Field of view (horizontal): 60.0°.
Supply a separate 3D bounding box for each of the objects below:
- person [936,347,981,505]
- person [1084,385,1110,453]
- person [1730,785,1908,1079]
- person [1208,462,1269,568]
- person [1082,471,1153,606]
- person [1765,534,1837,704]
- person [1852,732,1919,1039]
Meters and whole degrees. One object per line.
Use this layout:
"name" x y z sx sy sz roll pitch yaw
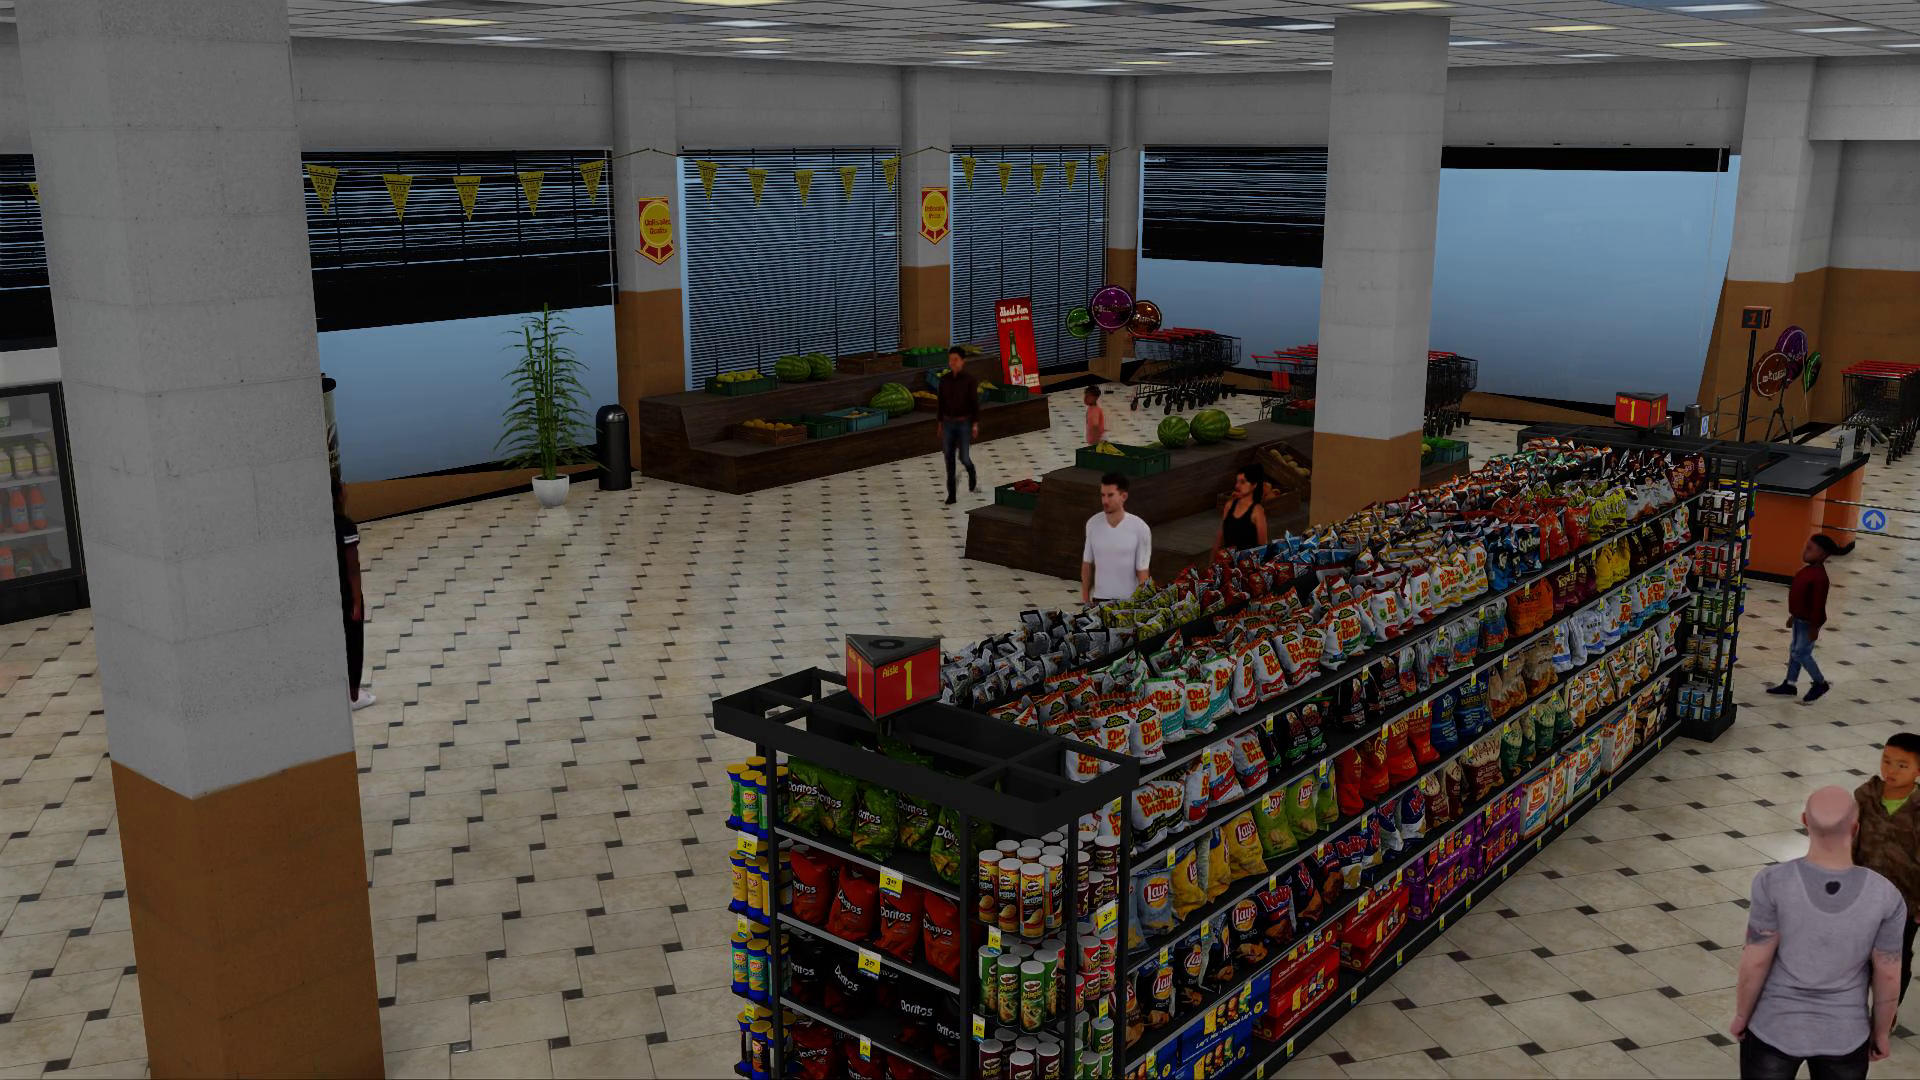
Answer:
"person" -0.003 -1.294 18.716 0.854 1.764 1.027 5 14 19
"person" 1.637 -1.134 19.069 0.858 1.287 0.768 -1 14 -4
"person" 3.060 1.751 6.006 0.752 1.837 0.716 5 14 18
"person" 2.223 0.230 12.744 1.168 1.617 0.854 -8 16 -28
"person" 1.119 0.415 11.515 0.788 1.837 0.849 7 15 26
"person" 6.222 0.570 12.122 0.703 1.250 0.659 3 14 12
"person" 4.296 1.558 7.630 0.603 1.446 0.667 13 19 43
